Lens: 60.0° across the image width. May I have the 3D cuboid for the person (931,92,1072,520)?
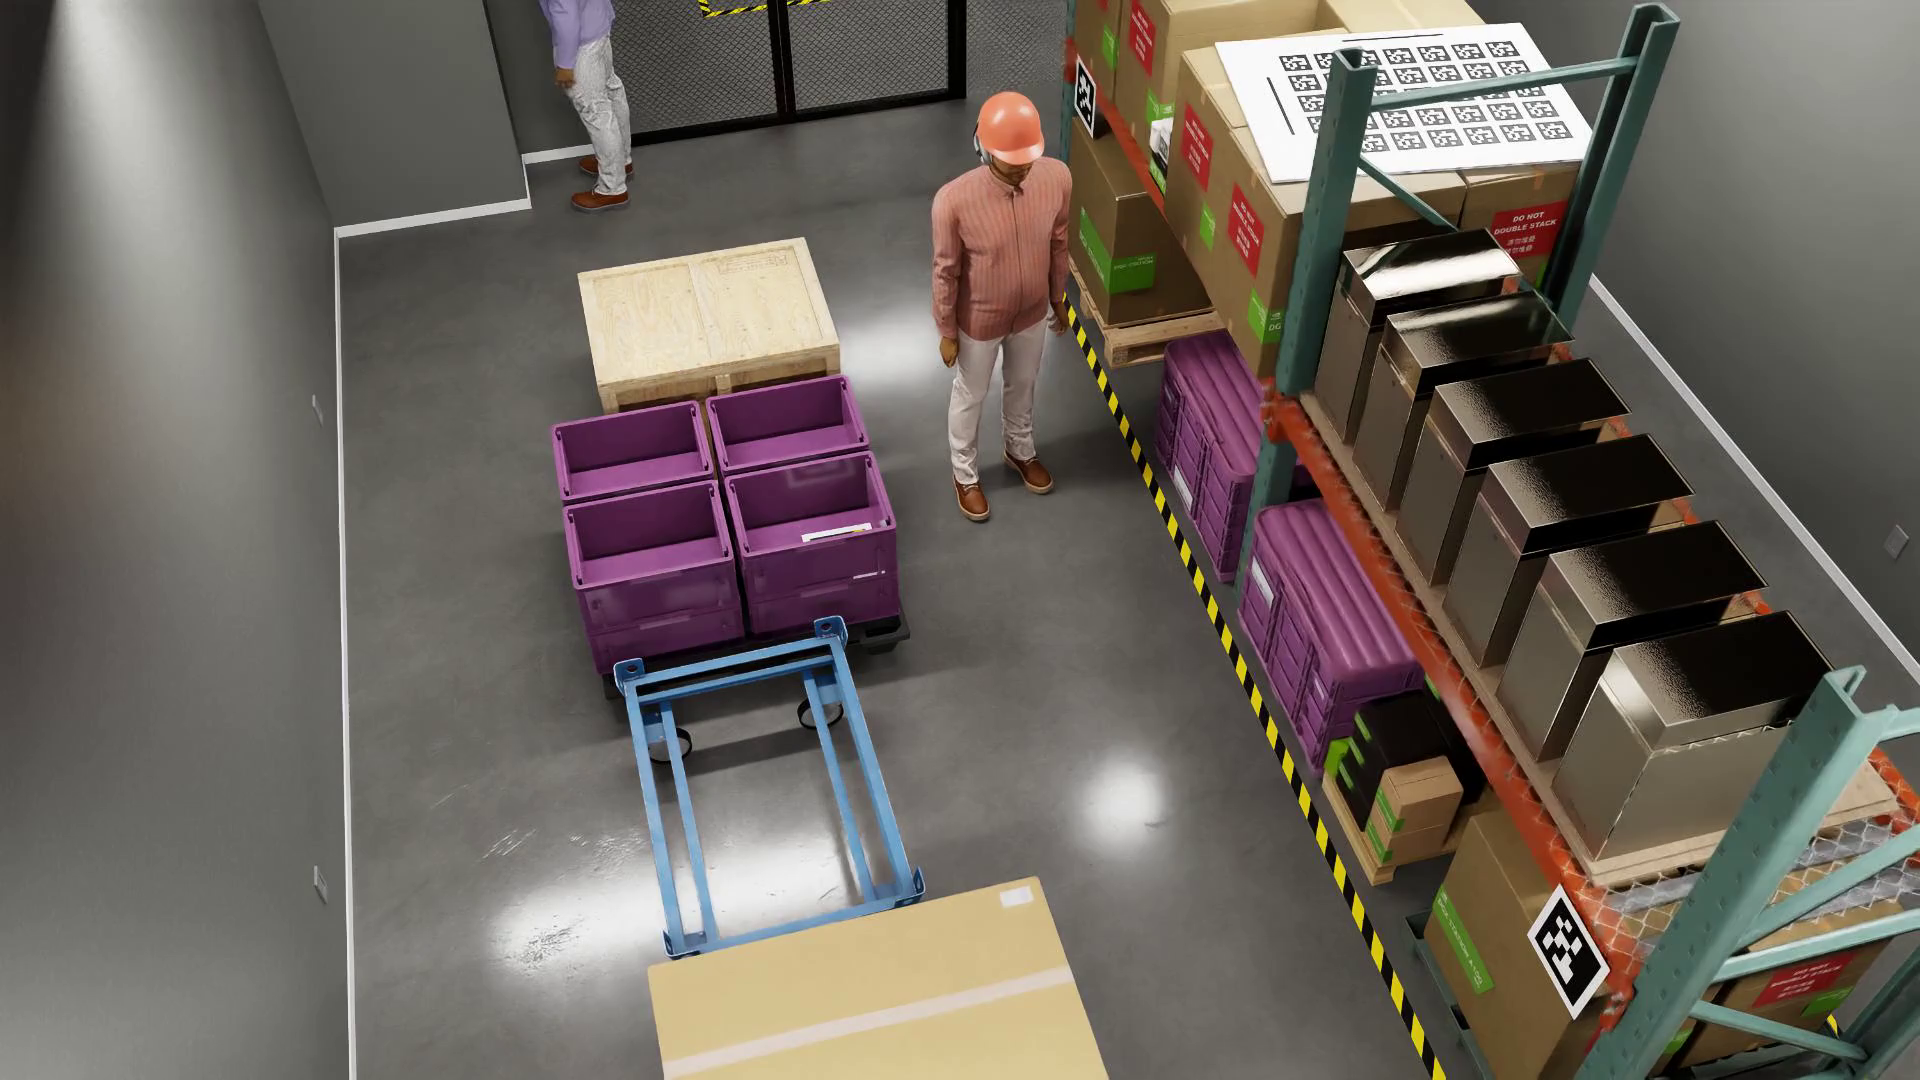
[{"bbox_3d":[0.176,-0.924,6.698,0.612,1.995,0.382,-22,51,-19],"label":"person"}]

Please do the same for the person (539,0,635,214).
[{"bbox_3d":[-1.888,-2.503,8.185,0.378,1.940,0.629,2,47,2],"label":"person"}]
